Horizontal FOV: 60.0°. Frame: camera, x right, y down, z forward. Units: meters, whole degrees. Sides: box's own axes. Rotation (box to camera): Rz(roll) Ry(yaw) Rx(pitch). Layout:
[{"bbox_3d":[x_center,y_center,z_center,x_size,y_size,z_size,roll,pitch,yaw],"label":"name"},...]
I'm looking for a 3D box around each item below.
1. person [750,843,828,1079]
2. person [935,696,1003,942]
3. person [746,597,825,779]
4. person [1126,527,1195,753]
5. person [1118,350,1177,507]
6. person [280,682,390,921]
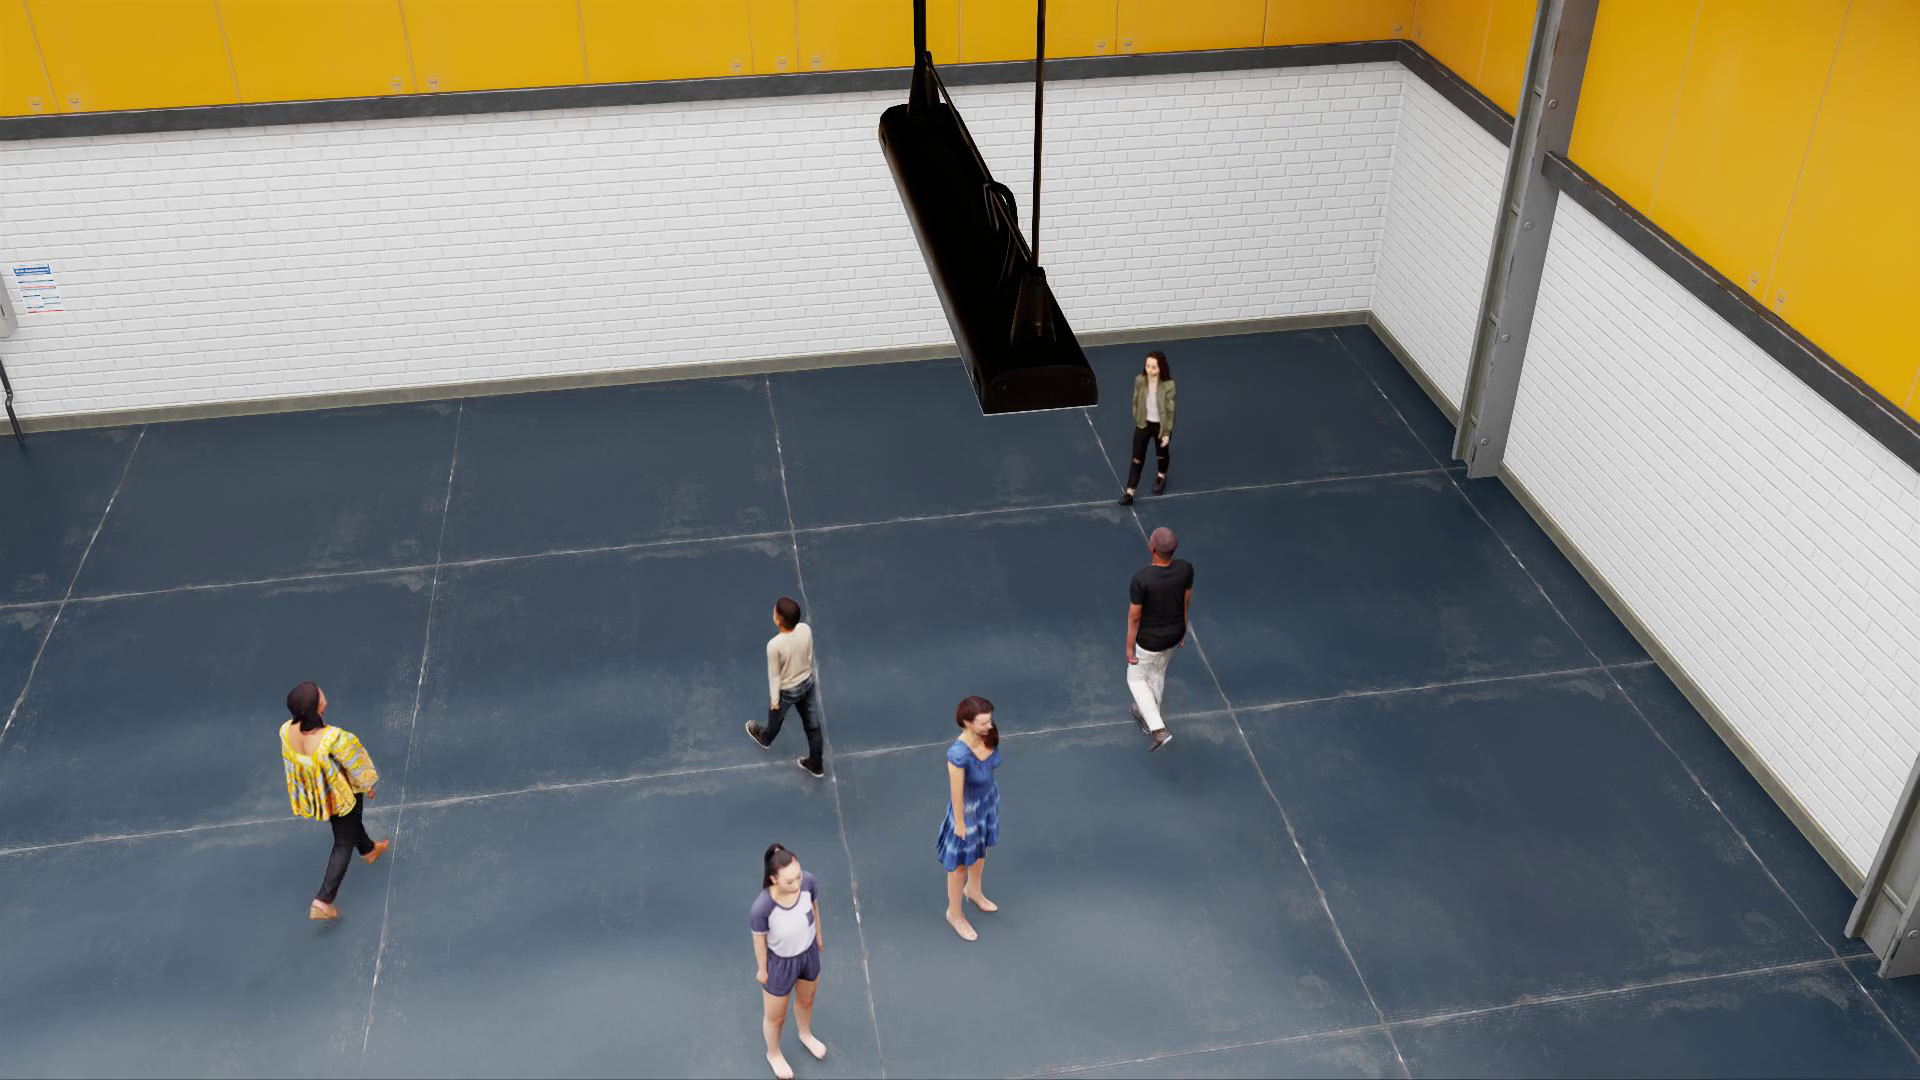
[{"bbox_3d":[-0.971,2.346,9.313,0.665,1.647,0.671,-25,41,-33],"label":"person"},{"bbox_3d":[0.089,1.678,10.174,0.815,1.806,0.723,16,37,22],"label":"person"},{"bbox_3d":[-1.098,1.052,11.446,0.869,1.439,1.016,-26,42,-34],"label":"person"},{"bbox_3d":[1.408,0.727,11.620,0.776,1.789,1.006,-13,36,-18],"label":"person"},{"bbox_3d":[1.733,-1.009,14.552,0.912,1.435,1.037,15,37,22],"label":"person"},{"bbox_3d":[-3.957,1.645,10.392,1.054,1.620,1.194,14,36,20],"label":"person"}]
